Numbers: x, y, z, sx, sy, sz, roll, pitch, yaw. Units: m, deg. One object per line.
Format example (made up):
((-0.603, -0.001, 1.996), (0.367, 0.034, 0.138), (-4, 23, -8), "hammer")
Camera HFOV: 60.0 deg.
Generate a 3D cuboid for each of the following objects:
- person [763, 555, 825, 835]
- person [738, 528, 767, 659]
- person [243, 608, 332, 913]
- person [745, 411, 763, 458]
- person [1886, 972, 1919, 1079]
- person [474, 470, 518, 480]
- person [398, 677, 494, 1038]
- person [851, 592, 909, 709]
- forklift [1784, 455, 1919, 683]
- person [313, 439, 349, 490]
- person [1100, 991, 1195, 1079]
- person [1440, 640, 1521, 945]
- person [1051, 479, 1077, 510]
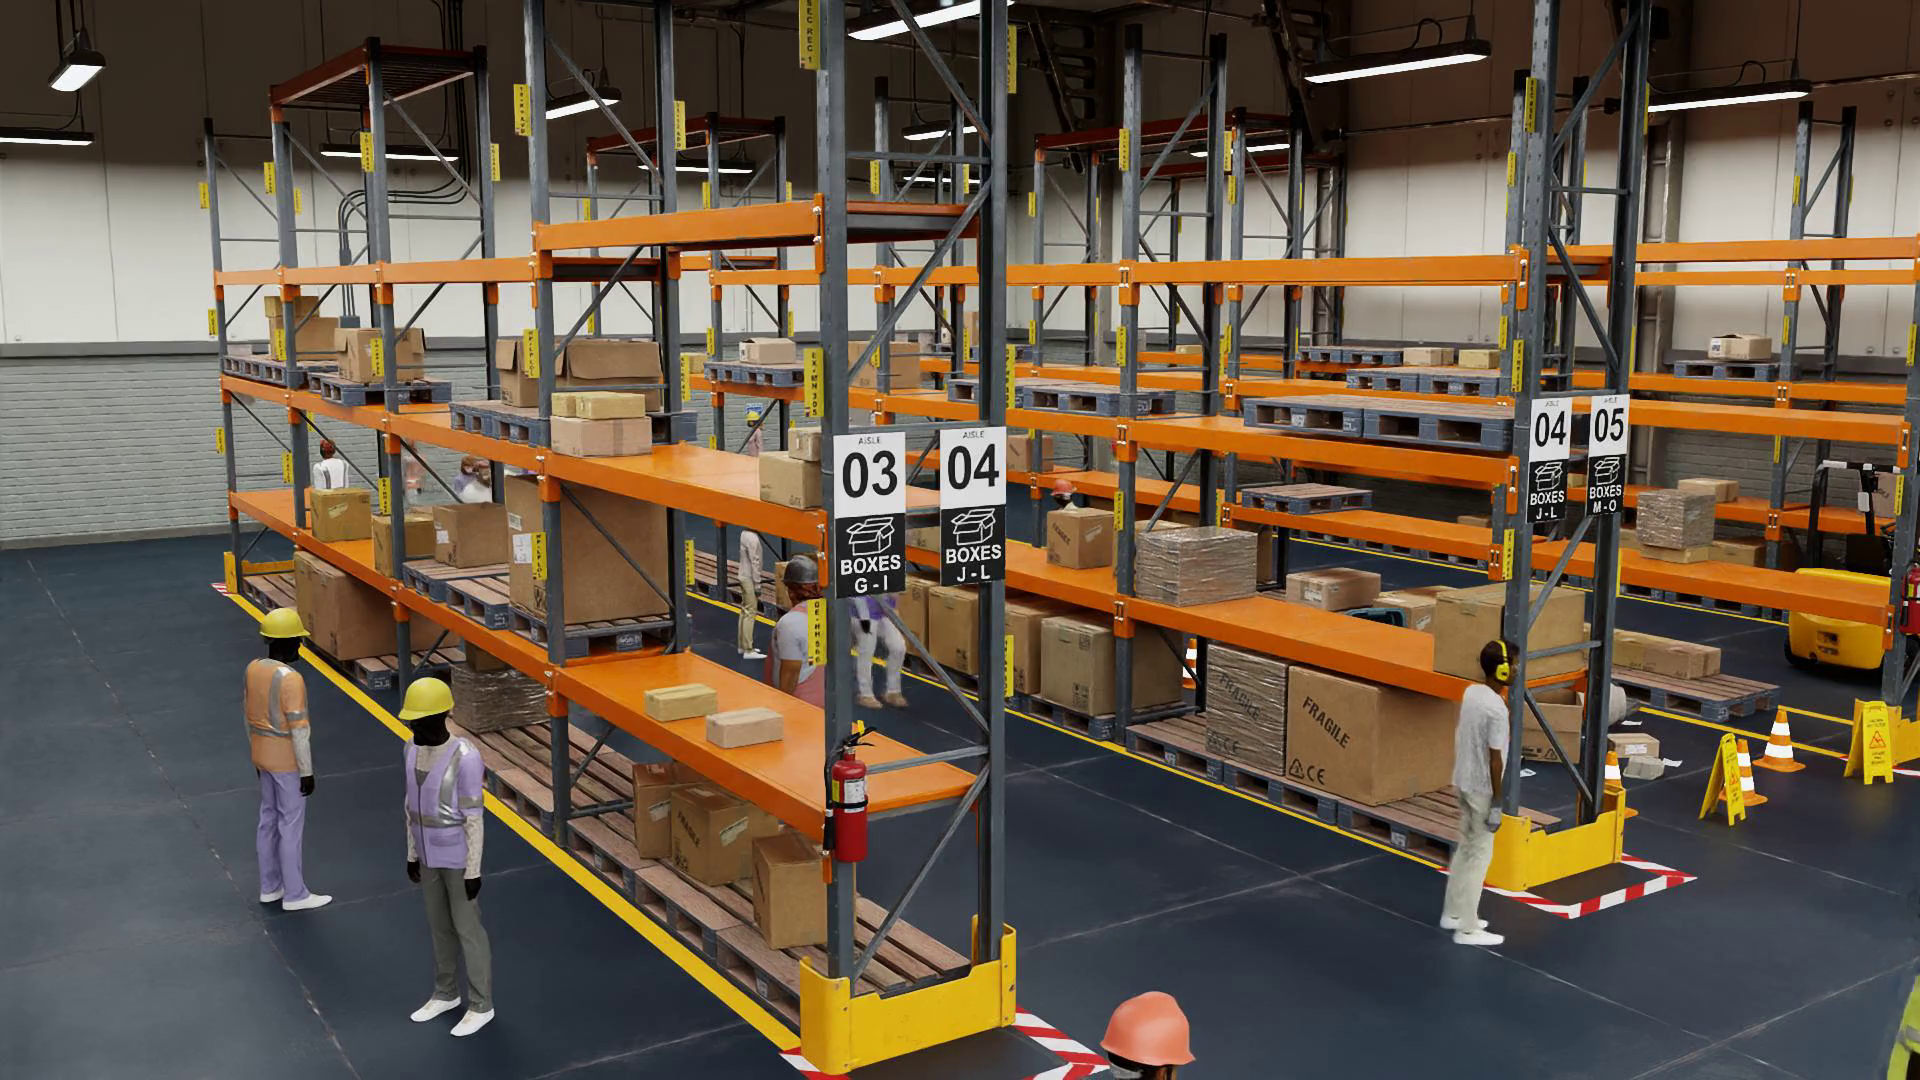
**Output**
((-1.151, 1.113, 11.949), (0.538, 2.000, 0.690), (5, 10, 30), "person")
((-2.219, 0.452, 17.739), (0.287, 1.626, 0.497), (-3, 9, -19), "person")
((-4.274, 1.382, 10.538), (0.592, 1.925, 0.385), (7, 11, 38), "person")
((-3.669, -1.412, 29.683), (0.318, 1.766, 0.533), (-3, 9, -21), "person")
((3.837, 2.143, 6.324), (0.830, 1.654, 0.542), (7, 11, 40), "person")
((-6.145, -0.303, 22.023), (0.596, 1.869, 0.965), (0, 9, -2), "person")
((-2.731, 1.655, 8.769), (0.585, 1.918, 0.410), (6, 10, 35), "person")
((-0.729, 0.700, 15.487), (0.617, 1.812, 0.615), (-7, 11, -41), "person")
((9.643, 0.253, 17.172), (2.313, 2.155, 1.214), (-6, 10, -33), "forklift")
((-8.681, -0.462, 22.962), (0.355, 1.882, 0.576), (4, 9, 25), "person")
((0.516, 2.243, 4.803), (0.543, 1.928, 0.372), (7, 11, 41), "person")
((3.133, 1.511, 9.978), (0.374, 1.848, 0.520), (-1, 9, -8), "person")
((1.231, 0.157, 19.335), (0.362, 1.740, 0.583), (0, 9, -2), "person")
